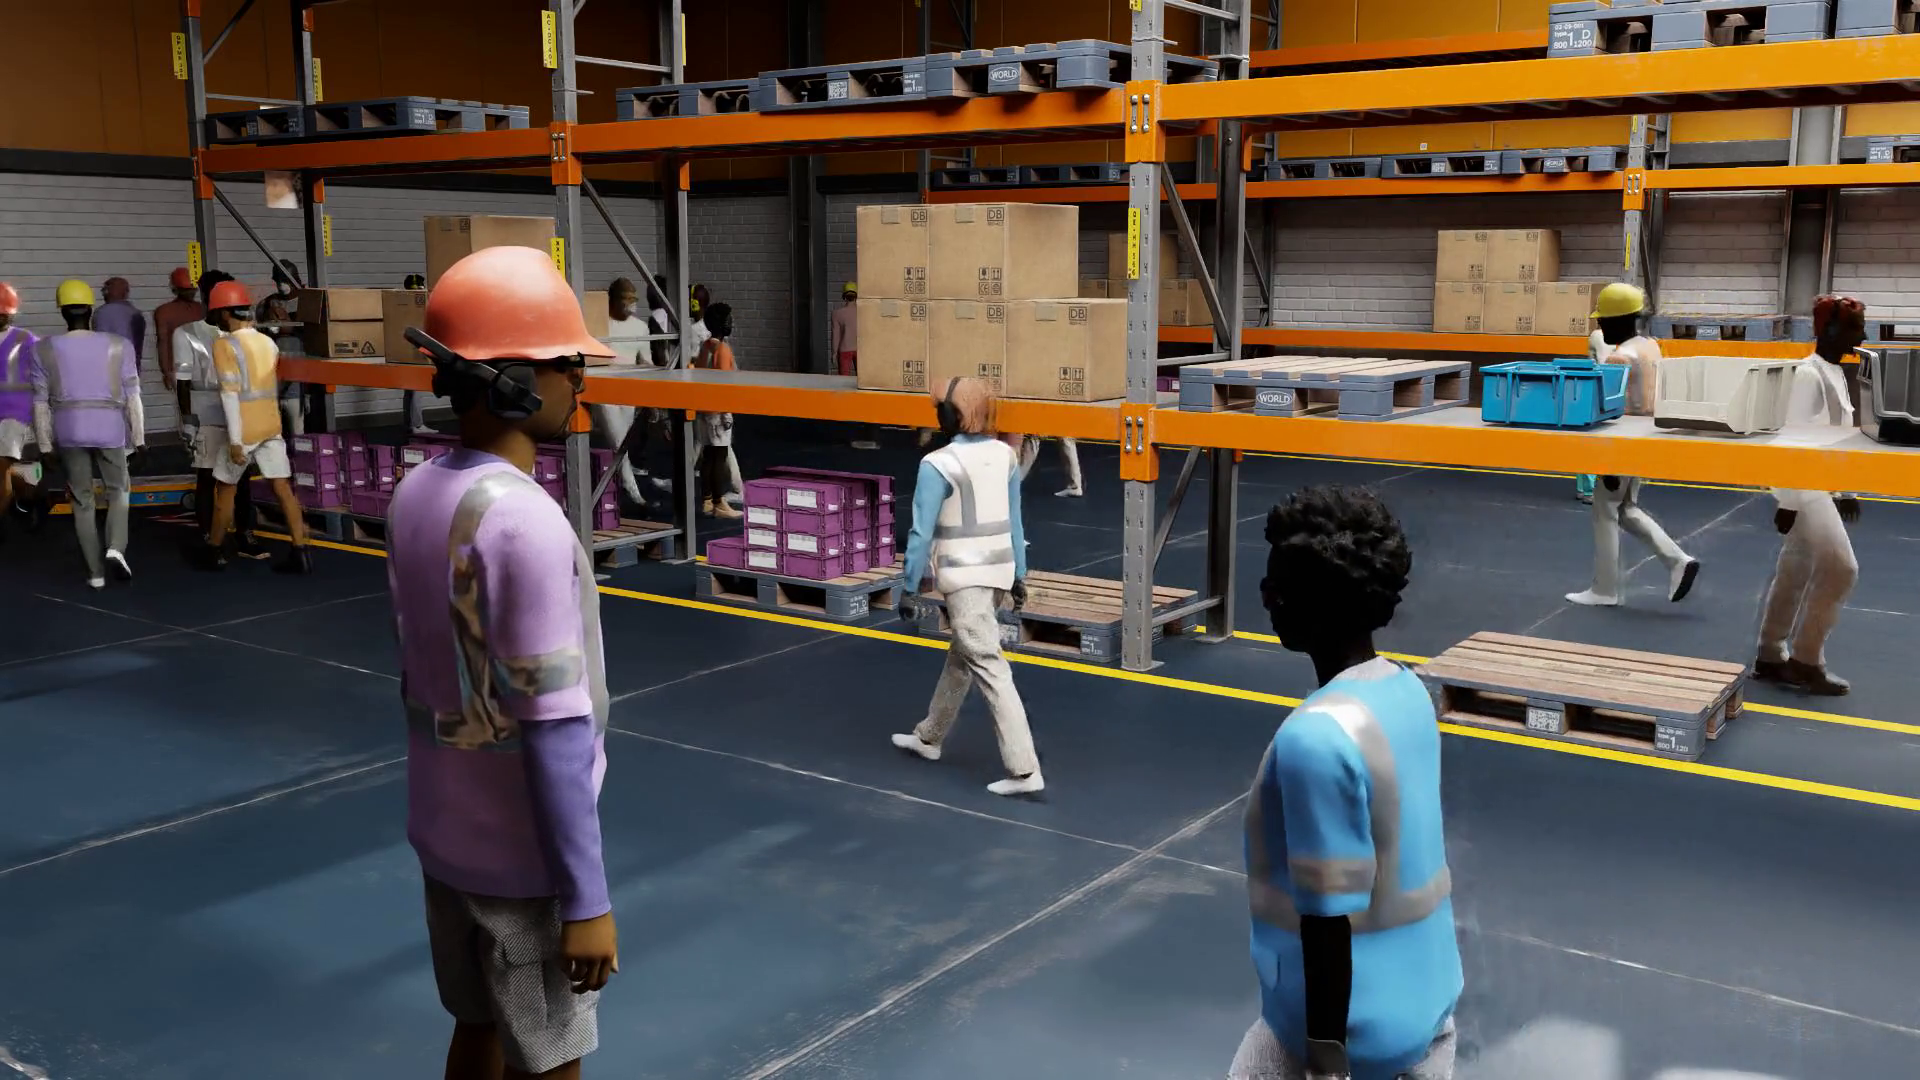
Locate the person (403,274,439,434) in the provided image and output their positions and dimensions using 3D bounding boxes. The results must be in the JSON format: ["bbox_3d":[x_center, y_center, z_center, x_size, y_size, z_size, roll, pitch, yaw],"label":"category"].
[{"bbox_3d":[-6.380,-2.168,19.474,0.313,1.864,0.530,-8,12,-40],"label":"person"}]

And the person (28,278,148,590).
[{"bbox_3d":[-5.346,-0.640,10.222,0.618,1.912,0.411,-5,11,-27],"label":"person"}]

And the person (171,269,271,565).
[{"bbox_3d":[-4.936,-0.821,11.145,0.367,1.967,0.606,7,12,36],"label":"person"}]

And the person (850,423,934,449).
[{"bbox_3d":[-0.734,-1.935,17.796,0.861,1.968,0.619,5,11,27],"label":"person"}]

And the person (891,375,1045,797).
[{"bbox_3d":[0.023,0.165,6.396,0.877,1.586,0.534,8,12,39],"label":"person"}]

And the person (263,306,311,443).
[{"bbox_3d":[-5.895,-1.212,14.467,0.498,1.634,0.281,0,10,-3],"label":"person"}]

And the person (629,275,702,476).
[{"bbox_3d":[-2.827,-1.530,15.640,0.940,1.880,0.603,4,10,22],"label":"person"}]

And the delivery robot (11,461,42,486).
[{"bbox_3d":[-7.616,-0.485,13.063,0.707,0.478,0.477,-5,11,-28],"label":"delivery robot"}]

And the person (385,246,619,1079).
[{"bbox_3d":[-0.763,0.522,2.918,0.378,2.045,0.605,-7,12,-37],"label":"person"}]

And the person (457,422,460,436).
[{"bbox_3d":[-4.323,-1.359,14.887,0.801,1.781,0.681,-2,10,-11],"label":"person"}]

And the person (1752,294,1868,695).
[{"bbox_3d":[4.079,-0.211,7.817,0.599,1.864,0.573,6,11,32],"label":"person"}]

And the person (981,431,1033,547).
[{"bbox_3d":[0.266,-0.870,11.641,0.636,1.902,0.406,-7,12,-35],"label":"person"}]

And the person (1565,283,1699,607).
[{"bbox_3d":[3.880,-0.521,9.554,0.615,1.900,0.637,-9,13,-44],"label":"person"}]

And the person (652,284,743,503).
[{"bbox_3d":[-2.218,-1.213,13.922,0.950,1.816,0.506,2,10,12],"label":"person"}]

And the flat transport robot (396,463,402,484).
[{"bbox_3d":[-5.316,-0.492,14.232,1.431,0.197,0.652,-7,12,-35],"label":"flat transport robot"}]

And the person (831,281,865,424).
[{"bbox_3d":[-1.355,-2.328,20.723,0.523,1.769,0.313,-3,10,-16],"label":"person"}]

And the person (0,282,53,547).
[{"bbox_3d":[-6.857,-0.913,11.961,0.573,1.889,0.930,0,10,3],"label":"person"}]

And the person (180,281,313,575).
[{"bbox_3d":[-4.644,-0.710,10.712,0.989,1.880,0.575,3,10,18],"label":"person"}]

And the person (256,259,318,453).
[{"bbox_3d":[-6.473,-1.689,16.098,0.682,2.000,0.537,-1,10,-7],"label":"person"}]

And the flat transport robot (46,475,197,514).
[{"bbox_3d":[-6.648,-0.390,13.624,1.431,0.197,0.652,-4,10,-24],"label":"flat transport robot"}]

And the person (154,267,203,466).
[{"bbox_3d":[-7.562,-1.684,16.312,0.554,1.965,0.618,8,13,41],"label":"person"}]

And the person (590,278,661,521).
[{"bbox_3d":[-2.582,-1.057,12.806,1.032,1.877,0.649,7,12,38],"label":"person"}]

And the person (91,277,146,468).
[{"bbox_3d":[-8.217,-1.617,16.196,0.441,1.874,0.680,2,10,9],"label":"person"}]

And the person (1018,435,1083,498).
[{"bbox_3d":[0.677,-1.150,14.195,0.830,1.601,0.540,3,10,19],"label":"person"}]

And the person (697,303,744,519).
[{"bbox_3d":[-1.907,-1.013,13.094,0.321,1.696,0.537,-4,10,-24],"label":"person"}]

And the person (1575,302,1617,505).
[{"bbox_3d":[5.346,-1.168,13.842,0.328,1.759,0.524,2,10,11],"label":"person"}]

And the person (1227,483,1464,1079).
[{"bbox_3d":[0.528,0.738,2.730,0.779,1.660,0.556,6,11,32],"label":"person"}]
